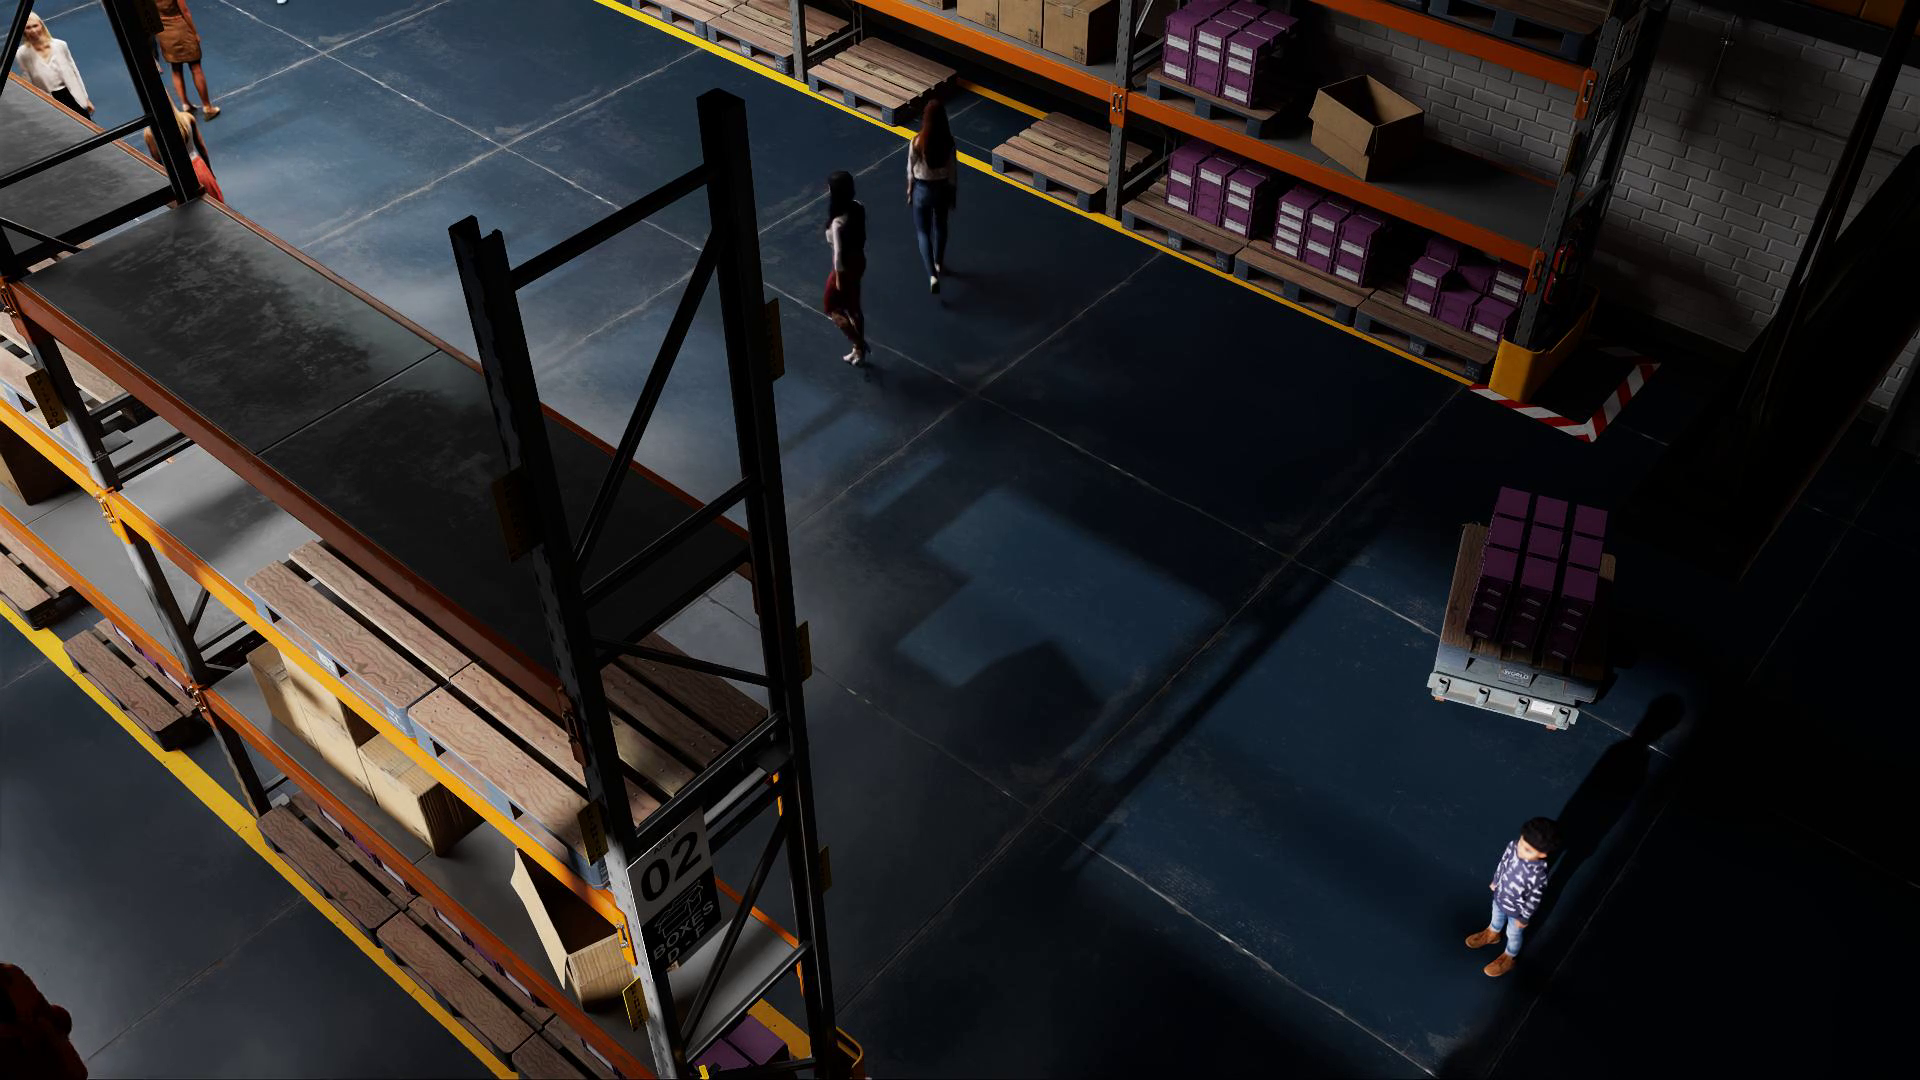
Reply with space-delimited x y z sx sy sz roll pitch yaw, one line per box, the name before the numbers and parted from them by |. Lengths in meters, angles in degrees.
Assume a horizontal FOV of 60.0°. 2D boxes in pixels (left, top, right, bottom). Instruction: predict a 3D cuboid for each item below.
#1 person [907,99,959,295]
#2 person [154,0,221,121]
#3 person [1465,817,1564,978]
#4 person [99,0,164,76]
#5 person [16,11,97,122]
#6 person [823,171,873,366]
person | -0.226 -2.872 14.041 0.958 1.709 1.056 -6 44 -7
person | -7.634 -4.915 16.203 0.608 1.683 0.700 5 44 5
person | 3.117 1.972 9.290 0.622 1.248 0.534 -13 45 -13
person | -8.518 -5.621 16.949 0.961 1.677 1.162 -15 46 -15
person | -8.074 -3.883 14.994 0.662 1.858 0.599 -27 50 -26
person | -0.810 -2.114 13.224 0.721 1.738 0.691 14 45 15
